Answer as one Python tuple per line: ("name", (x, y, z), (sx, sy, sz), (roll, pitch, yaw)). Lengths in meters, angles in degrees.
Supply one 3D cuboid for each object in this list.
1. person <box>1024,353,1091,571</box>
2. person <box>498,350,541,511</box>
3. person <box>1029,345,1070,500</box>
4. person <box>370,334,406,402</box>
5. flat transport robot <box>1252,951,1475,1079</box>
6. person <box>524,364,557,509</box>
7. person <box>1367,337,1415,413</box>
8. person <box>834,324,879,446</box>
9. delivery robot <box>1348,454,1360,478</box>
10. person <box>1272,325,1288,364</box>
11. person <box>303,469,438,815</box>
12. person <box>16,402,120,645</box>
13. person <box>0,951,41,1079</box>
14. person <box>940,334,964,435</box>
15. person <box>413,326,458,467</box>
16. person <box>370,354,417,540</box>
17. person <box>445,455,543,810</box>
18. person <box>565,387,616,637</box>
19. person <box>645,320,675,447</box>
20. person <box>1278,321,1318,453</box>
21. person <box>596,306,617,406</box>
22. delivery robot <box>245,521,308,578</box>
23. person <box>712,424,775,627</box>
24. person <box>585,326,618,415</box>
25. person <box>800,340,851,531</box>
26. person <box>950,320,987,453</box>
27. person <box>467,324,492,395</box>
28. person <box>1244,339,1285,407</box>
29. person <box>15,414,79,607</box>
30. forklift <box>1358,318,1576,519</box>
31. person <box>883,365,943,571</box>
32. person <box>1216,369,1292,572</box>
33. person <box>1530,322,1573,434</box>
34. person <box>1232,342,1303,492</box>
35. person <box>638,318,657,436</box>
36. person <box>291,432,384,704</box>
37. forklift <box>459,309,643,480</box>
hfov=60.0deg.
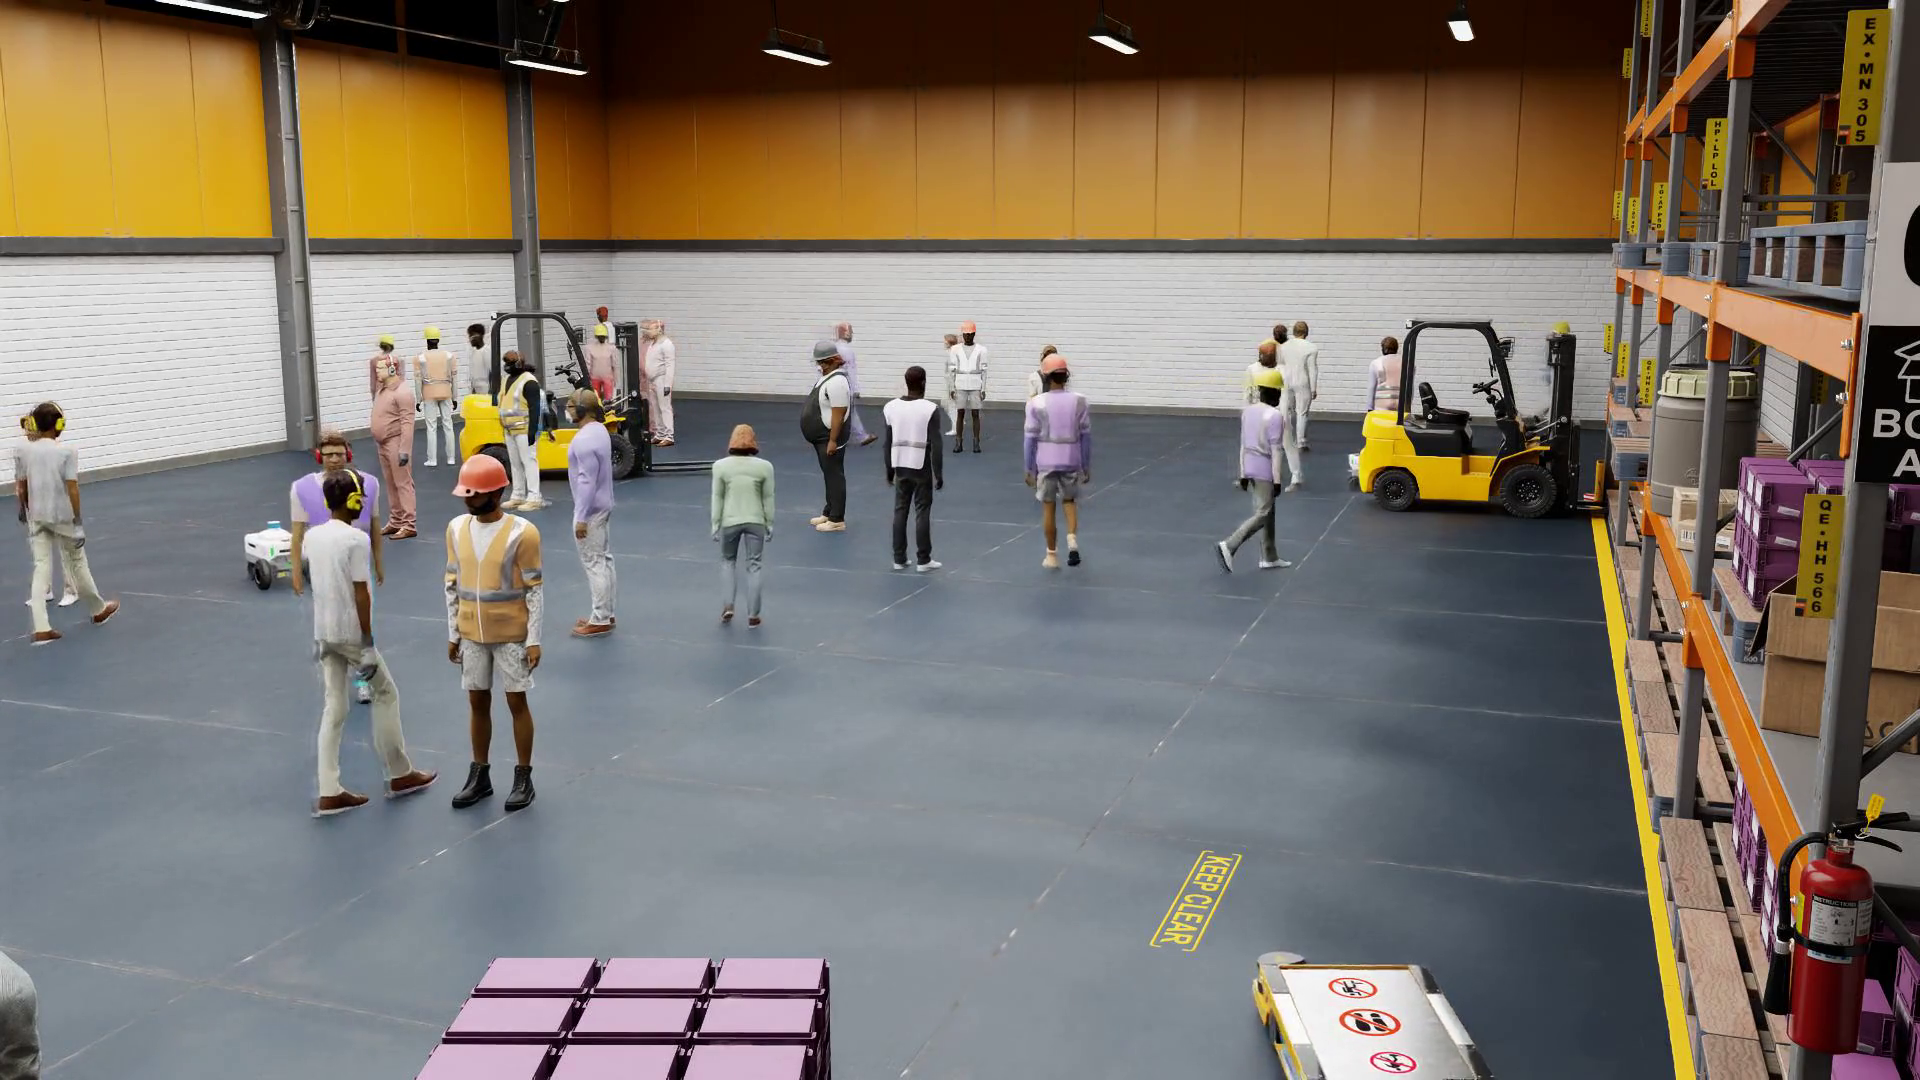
("person", (0.901, -0.710, 15.457), (0.644, 2.031, 0.466), (-2, 10, -12))
("person", (-5.046, -1.251, 19.027), (0.625, 1.843, 0.430), (10, 14, 43))
("person", (1.072, -1.392, 19.810), (0.506, 1.847, 0.344), (2, 10, 8))
("person", (-8.432, -2.166, 24.501), (0.529, 1.736, 0.861), (-1, 10, -5))
("flat transport robot", (1.493, 1.854, 5.959), (0.652, 0.197, 1.431), (0, 10, 0))
("person", (-4.908, -1.195, 19.193), (0.744, 1.660, 0.536), (6, 11, 29))
("person", (5.688, -1.769, 22.025), (0.635, 1.830, 0.432), (-1, 10, -5))
("person", (-1.633, -2.271, 24.695), (0.978, 1.859, 0.675), (-4, 11, -22))
("delivery robot", (5.178, -0.937, 20.594), (0.707, 0.478, 0.477), (2, 9, 10))
("person", (4.898, -2.397, 25.603), (0.433, 1.816, 0.682), (7, 12, 33))
("person", (-3.238, 0.528, 9.034), (0.539, 1.828, 0.839), (6, 12, 29))
("person", (-6.959, -0.159, 12.911), (0.532, 1.823, 0.949), (0, 10, 1))
("person", (-2.350, 1.494, 3.858), (0.485, 1.739, 0.304), (2, 10, 12))
("person", (-0.139, -2.477, 26.527), (0.372, 1.623, 0.543), (-1, 10, -3))
("person", (-7.179, -1.965, 22.795), (0.588, 1.930, 0.364), (-6, 12, -32))
("person", (-5.879, -0.963, 17.220), (0.407, 1.910, 0.638), (-9, 13, -41))
("person", (-2.510, 0.497, 8.930), (0.543, 1.932, 0.376), (2, 10, 12))
("person", (-2.867, -0.215, 12.921), (0.352, 1.937, 0.635), (0, 10, 0))
("person", (-4.553, -2.368, 25.131), (0.408, 1.906, 0.653), (-7, 12, -34))
("person", (4.935, -2.235, 24.336), (0.634, 1.932, 0.372), (9, 14, 42))
("person", (-6.627, -3.419, 31.109), (0.356, 1.887, 0.572), (3, 10, 14))
("delivery robot", (-6.138, 0.075, 14.918), (0.477, 0.478, 0.707), (-9, 13, -41))
("person", (-1.725, -0.112, 13.284), (0.513, 1.601, 0.447), (-2, 10, -10))
("person", (-5.834, -2.624, 27.086), (0.528, 1.730, 0.784), (-1, 10, -8))
("person", (-1.431, -1.121, 17.735), (0.537, 2.000, 0.679), (-2, 10, -11))
("person", (0.124, -2.236, 24.306), (0.545, 1.938, 0.354), (1, 10, 4))
("person", (-6.625, -2.061, 23.347), (0.423, 1.940, 0.689), (-7, 12, -34))
("person", (3.928, -1.658, 21.342), (0.590, 1.833, 0.403), (-3, 11, -16))
("person", (-7.672, -0.251, 13.970), (0.523, 1.636, 0.311), (2, 10, 10))
("forklift", (5.787, -1.437, 19.079), (2.313, 2.155, 1.214), (3, 11, 19))
("person", (-0.437, -0.662, 15.493), (0.596, 1.916, 0.372), (5, 11, 28))
("person", (2.751, -0.635, 15.409), (0.812, 1.903, 0.596), (-4, 11, -21))
("person", (9.526, -2.585, 26.621), (0.525, 1.814, 0.607), (-1, 10, -4))
("person", (3.835, -1.479, 20.369), (0.940, 1.816, 0.709), (-4, 11, -23))
("person", (-4.891, -2.586, 26.416), (0.506, 1.888, 0.658), (-9, 13, -41))
("person", (-4.213, 0.153, 11.262), (0.591, 1.801, 0.982), (-5, 11, -26))
("forklift", (-5.354, -1.902, 21.697), (2.313, 2.155, 1.214), (-2, 10, -13))
